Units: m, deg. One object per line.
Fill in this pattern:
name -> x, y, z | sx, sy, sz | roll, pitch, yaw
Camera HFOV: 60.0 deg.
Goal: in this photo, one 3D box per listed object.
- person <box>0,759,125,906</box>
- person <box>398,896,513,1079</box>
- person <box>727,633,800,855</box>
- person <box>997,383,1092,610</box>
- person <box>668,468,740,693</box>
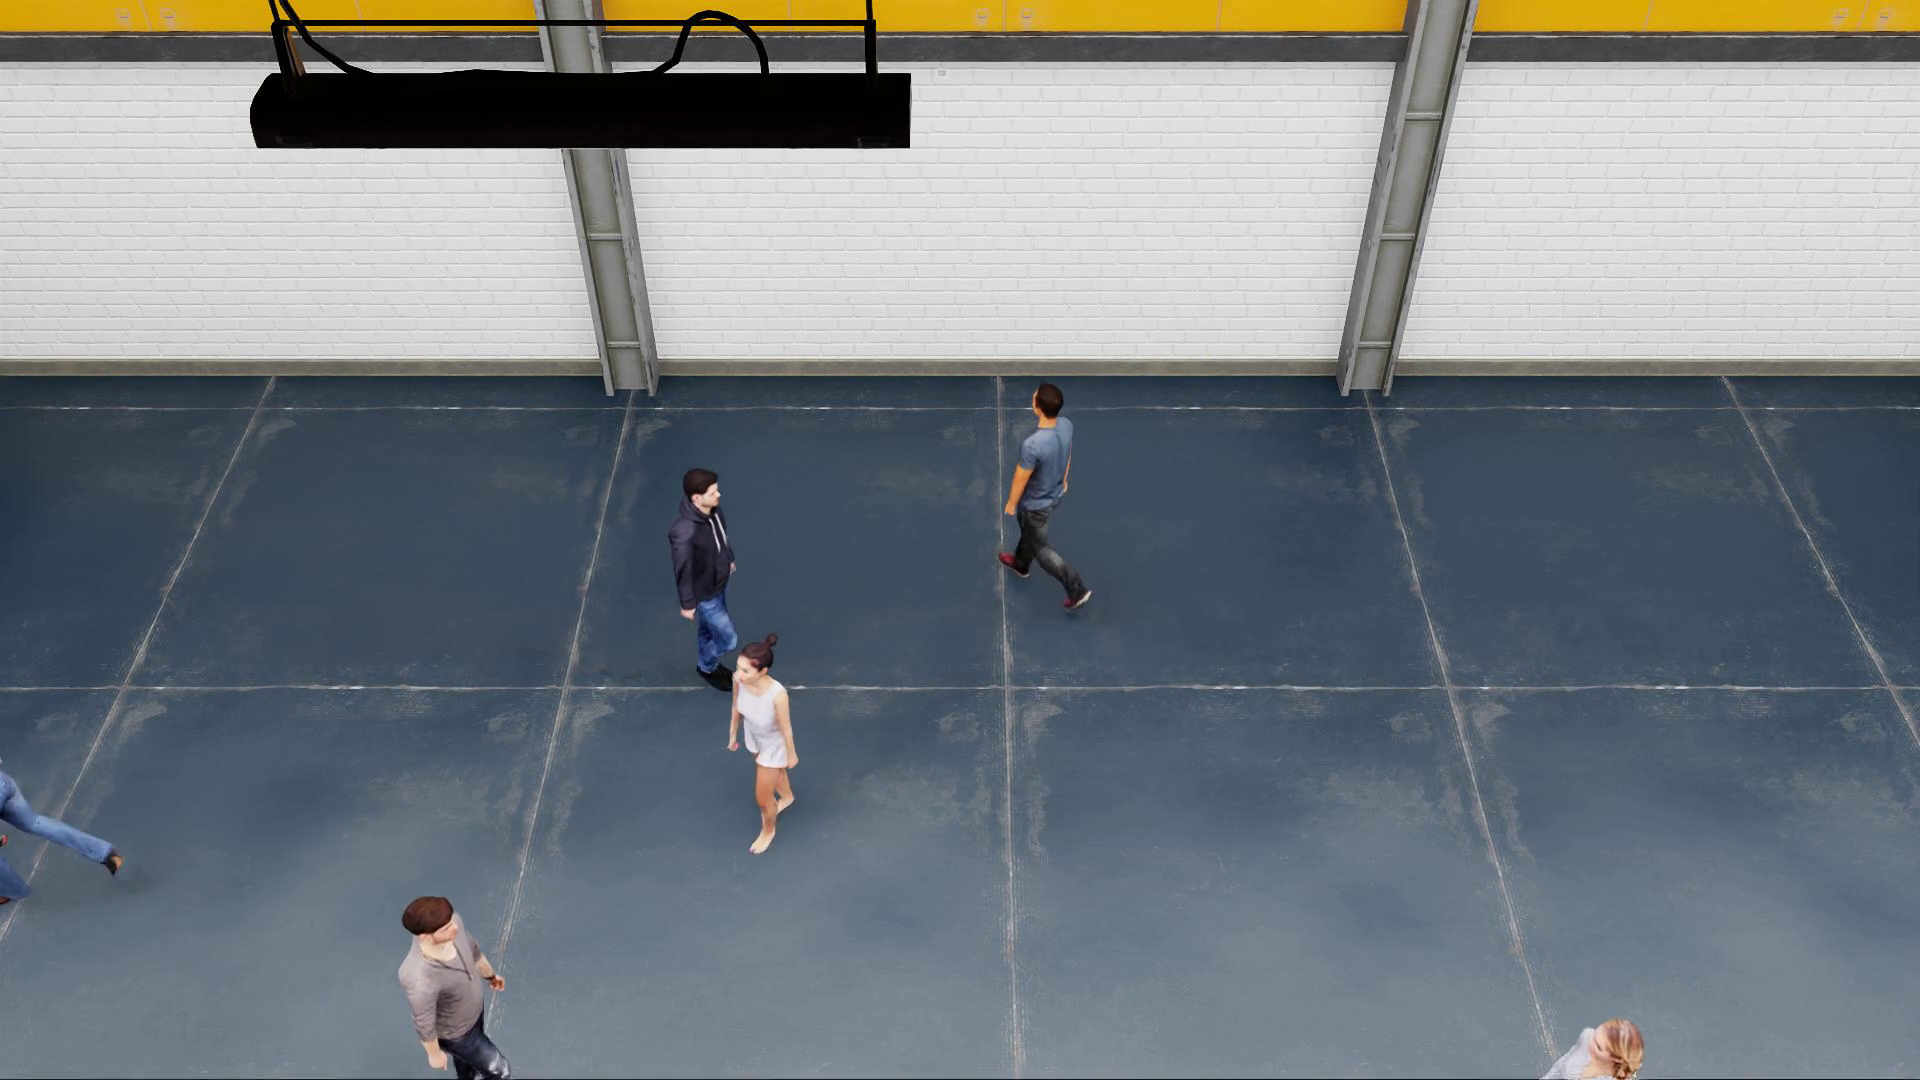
person -> -5.425, 1.498, 9.487 | 1.071, 1.762, 0.643 | -2, 44, -2
person -> -2.639, 2.401, 8.443 | 0.608, 1.894, 0.667 | 0, 44, 0
person -> -1.100, 1.143, 9.980 | 0.791, 1.594, 0.845 | 31, 52, 28
person -> 0.611, -0.260, 11.315 | 1.193, 1.785, 1.051 | 26, 50, 25
person -> -1.721, 0.258, 10.703 | 0.712, 1.880, 0.760 | 10, 44, 10
